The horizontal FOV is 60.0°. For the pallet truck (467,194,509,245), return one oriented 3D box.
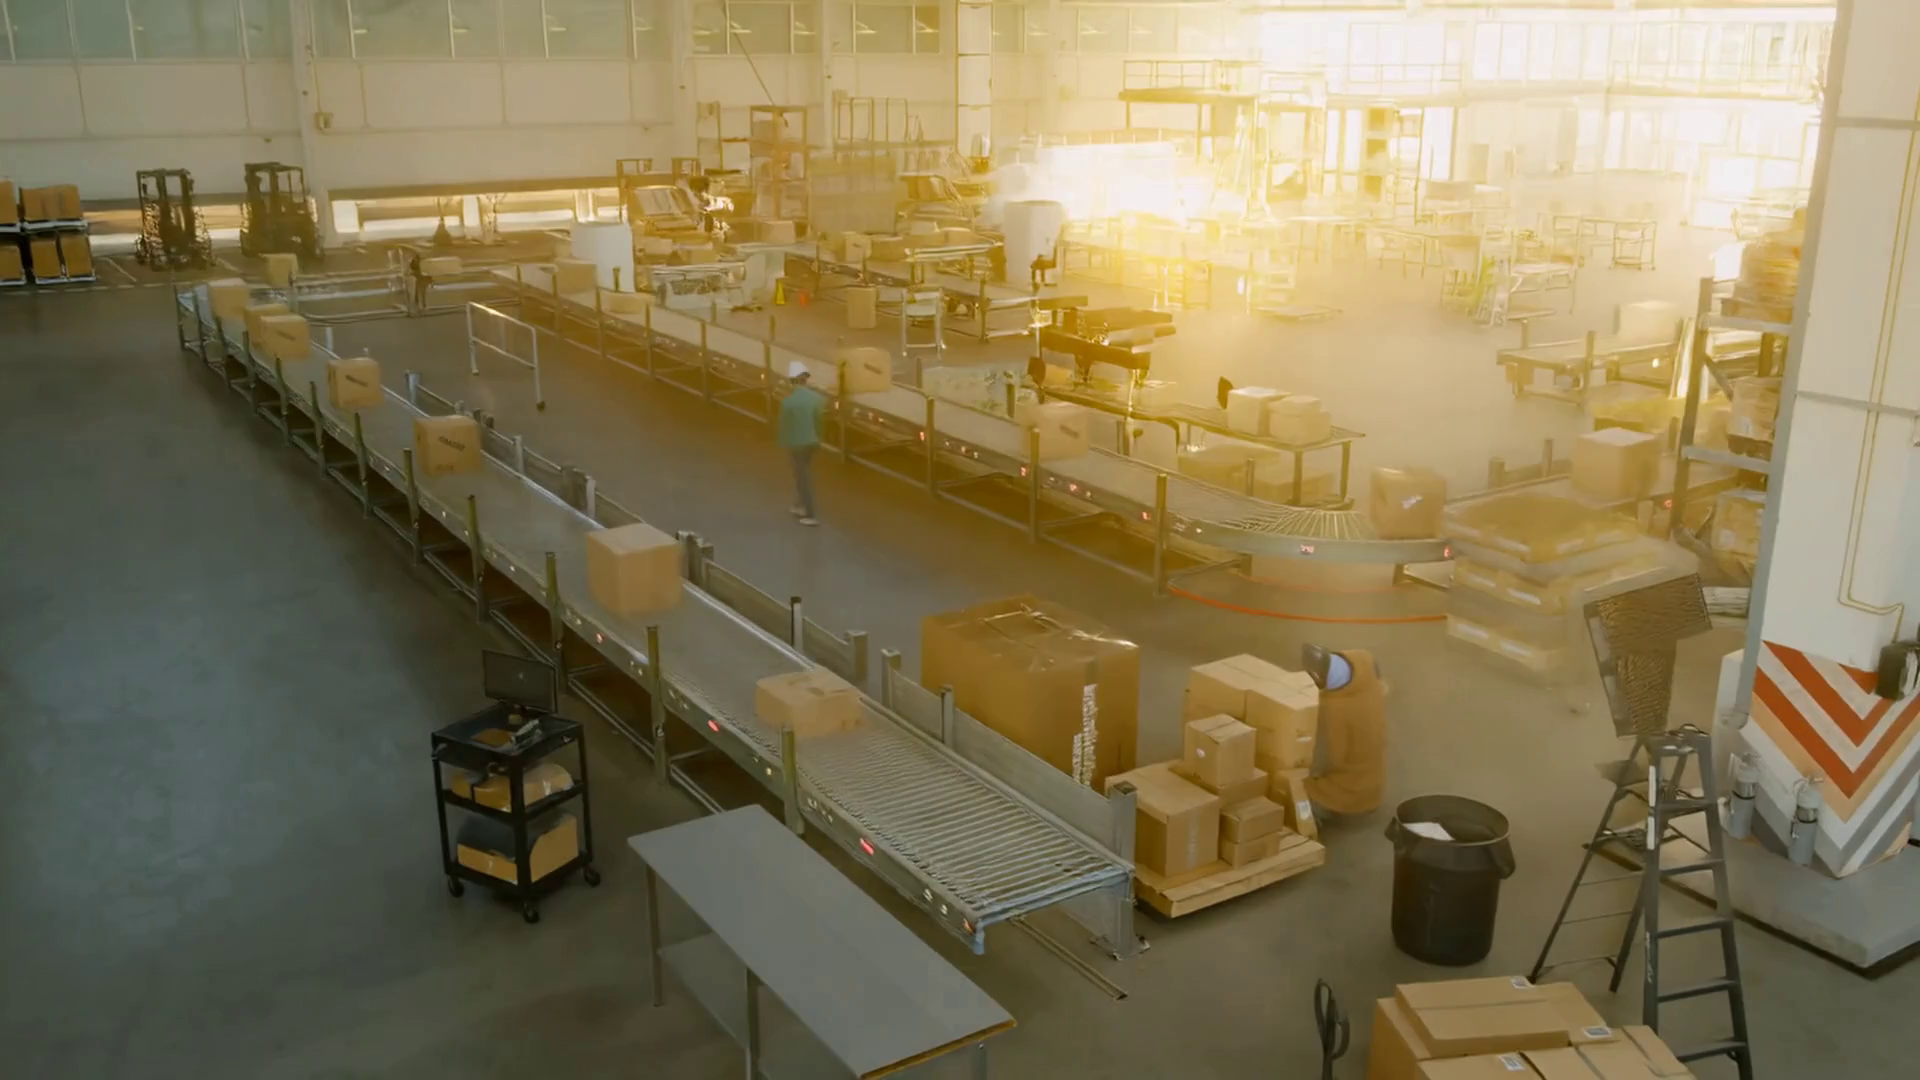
[{"bbox_3d":[-11.983,-8.177,42.137,0.704,1.261,1.522,-11,20,-33],"label":"pallet truck"}]

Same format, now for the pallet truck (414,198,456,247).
[{"bbox_3d":[-13.250,-8.060,41.856,0.680,1.201,1.601,-10,20,-31],"label":"pallet truck"}]

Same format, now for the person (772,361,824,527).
[{"bbox_3d":[-1.747,-1.027,17.583,0.746,1.741,0.530,15,22,40],"label":"person"}]

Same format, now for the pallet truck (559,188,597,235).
[{"bbox_3d":[-10.010,-8.652,43.699,0.653,1.274,1.630,-10,20,-31],"label":"pallet truck"}]

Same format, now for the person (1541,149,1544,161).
[{"bbox_3d":[21.823,-14.472,62.503,0.497,1.626,0.288,10,19,30],"label":"person"}]

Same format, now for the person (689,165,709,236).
[{"bbox_3d":[-6.780,-8.774,43.139,0.681,1.881,0.519,15,22,40],"label":"person"}]

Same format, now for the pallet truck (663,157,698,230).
[{"bbox_3d":[-7.586,-9.308,44.692,0.823,1.965,1.885,-11,20,-33],"label":"pallet truck"}]

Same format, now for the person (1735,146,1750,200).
[{"bbox_3d":[24.331,-11.313,51.662,0.430,1.833,0.521,8,18,25],"label":"person"}]

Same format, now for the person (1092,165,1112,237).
[{"bbox_3d":[3.514,-8.239,41.072,0.475,2.025,0.625,0,17,1],"label":"person"}]

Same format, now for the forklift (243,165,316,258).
[{"bbox_3d":[-15.898,-7.669,38.708,1.157,1.987,2.680,-11,20,-33],"label":"forklift"}]

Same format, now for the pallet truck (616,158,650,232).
[{"bbox_3d":[-8.918,-9.176,44.255,0.823,1.965,1.885,-9,19,-27],"label":"pallet truck"}]

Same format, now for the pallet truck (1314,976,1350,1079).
[{"bbox_3d":[2.299,2.390,7.086,1.601,1.201,0.680,-2,17,-7],"label":"pallet truck"}]

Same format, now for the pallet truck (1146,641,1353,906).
[{"bbox_3d":[1.664,1.407,10.232,1.630,1.274,0.653,-10,20,-31],"label":"pallet truck"}]

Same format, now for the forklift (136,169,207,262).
[{"bbox_3d":[-17.842,-7.318,37.559,1.157,1.987,2.680,-10,20,-31],"label":"forklift"}]
